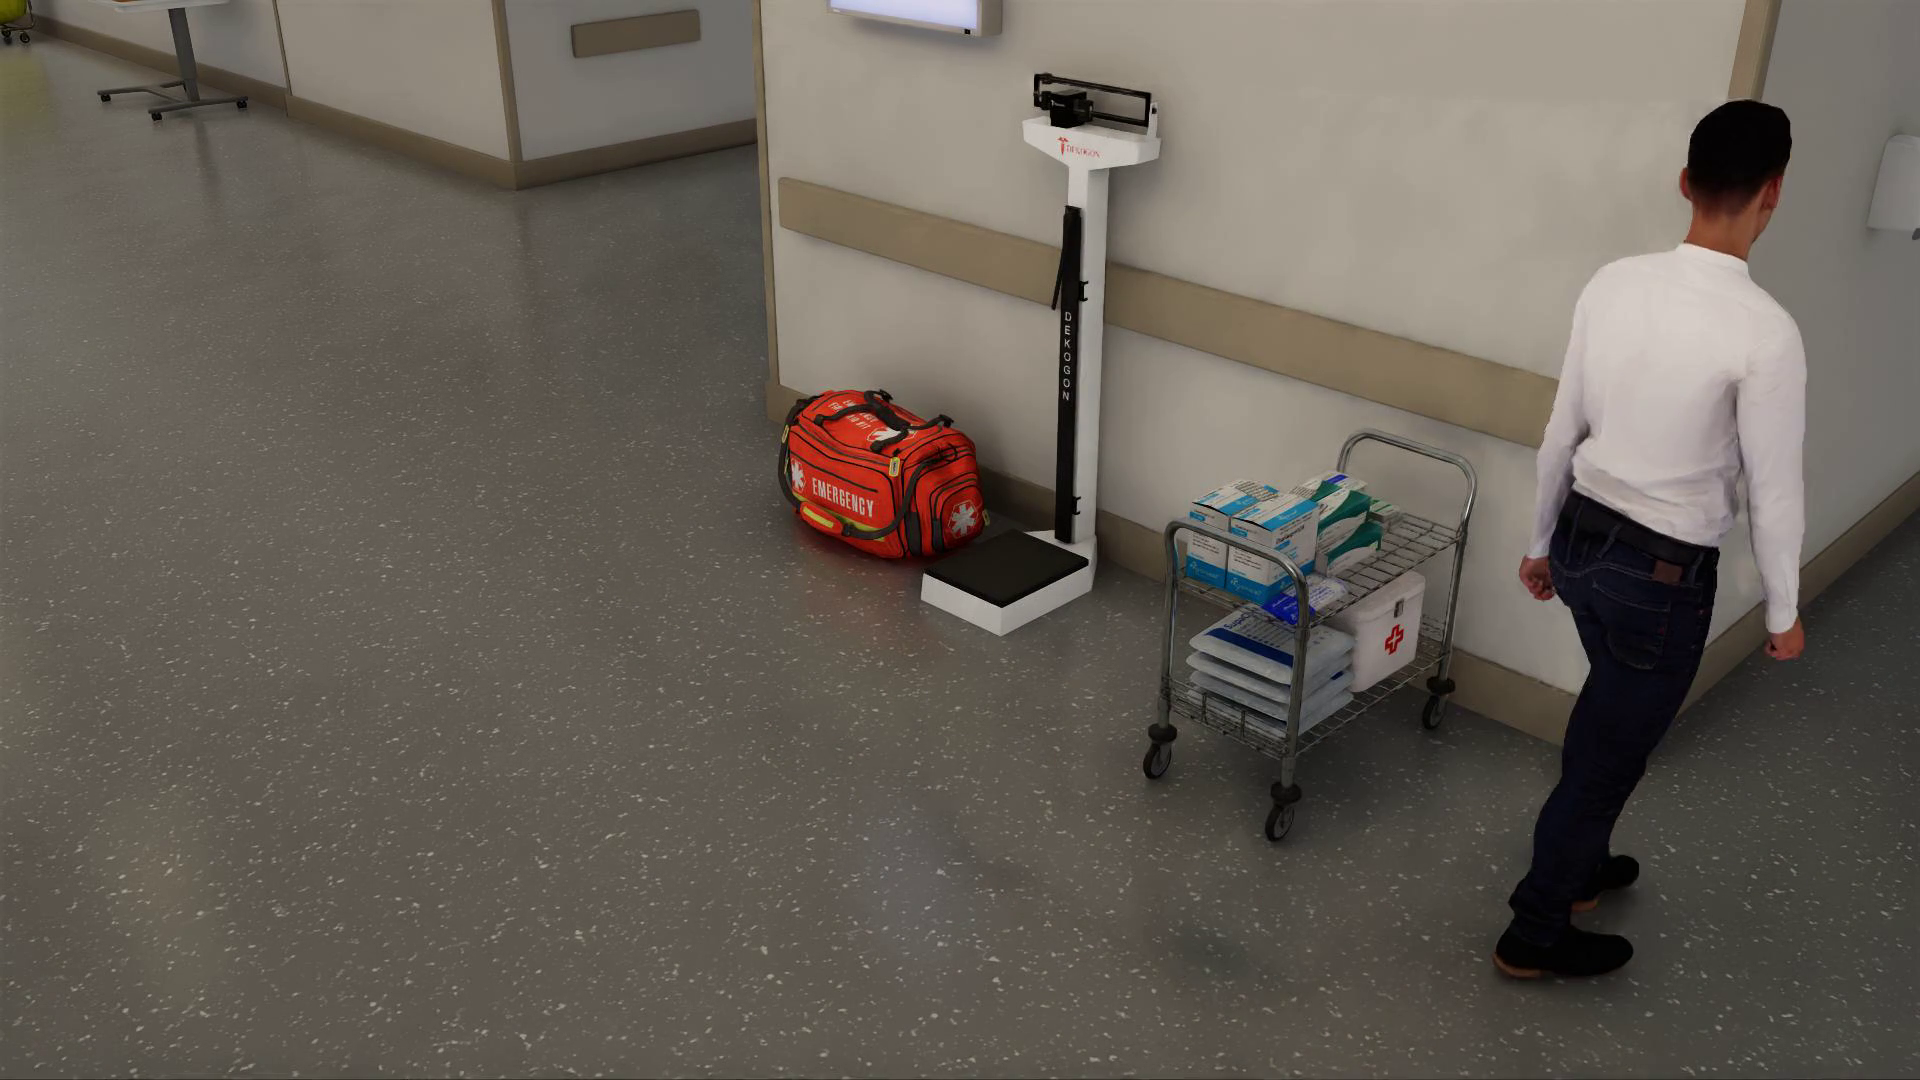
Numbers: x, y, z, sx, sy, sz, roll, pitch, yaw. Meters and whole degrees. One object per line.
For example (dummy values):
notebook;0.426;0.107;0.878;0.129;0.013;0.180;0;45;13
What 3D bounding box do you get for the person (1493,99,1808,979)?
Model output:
person;1.272;0.082;3.318;0.853;1.850;0.817;-9;27;-18
